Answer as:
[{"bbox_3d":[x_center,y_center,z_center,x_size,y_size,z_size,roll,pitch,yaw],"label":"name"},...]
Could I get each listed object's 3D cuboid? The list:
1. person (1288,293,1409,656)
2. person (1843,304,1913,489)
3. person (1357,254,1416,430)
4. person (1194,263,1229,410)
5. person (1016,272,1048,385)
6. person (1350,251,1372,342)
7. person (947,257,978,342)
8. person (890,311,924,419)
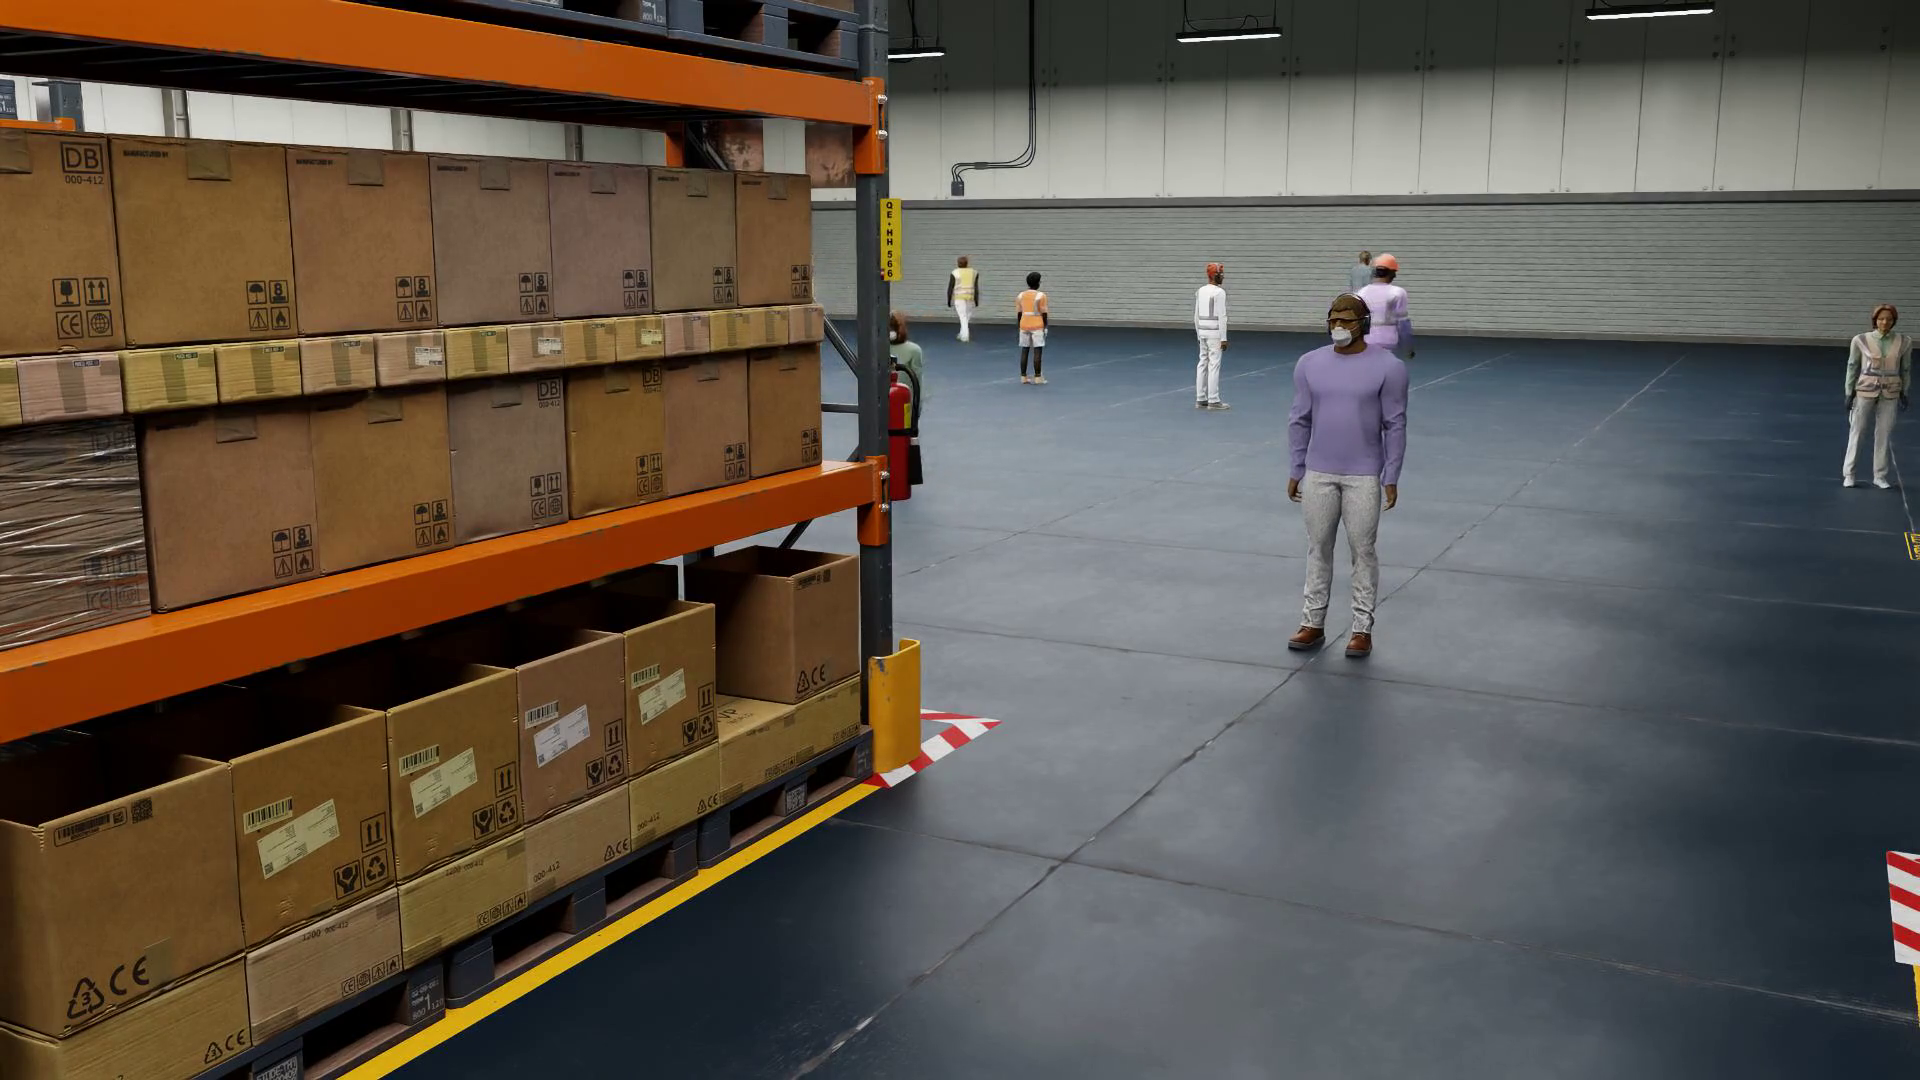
[{"bbox_3d":[2.056,-0.348,8.920,0.635,1.938,0.359,6,12,30],"label":"person"},{"bbox_3d":[8.136,-1.270,14.764,0.523,1.638,0.310,3,11,14],"label":"person"},{"bbox_3d":[4.952,-2.273,19.210,0.803,2.019,0.623,-10,14,-43],"label":"person"},{"bbox_3d":[3.259,-2.624,21.489,0.341,1.879,0.587,-5,12,-27],"label":"person"},{"bbox_3d":[1.098,-3.180,25.025,0.540,1.695,0.317,8,13,35],"label":"person"},{"bbox_3d":[7.896,-4.709,32.701,0.352,1.937,0.635,-4,11,-20],"label":"person"},{"bbox_3d":[0.069,-5.118,35.361,0.645,1.794,0.971,-4,11,-21],"label":"person"},{"bbox_3d":[-0.593,-1.160,14.311,0.497,1.584,0.864,4,11,21],"label":"person"}]
